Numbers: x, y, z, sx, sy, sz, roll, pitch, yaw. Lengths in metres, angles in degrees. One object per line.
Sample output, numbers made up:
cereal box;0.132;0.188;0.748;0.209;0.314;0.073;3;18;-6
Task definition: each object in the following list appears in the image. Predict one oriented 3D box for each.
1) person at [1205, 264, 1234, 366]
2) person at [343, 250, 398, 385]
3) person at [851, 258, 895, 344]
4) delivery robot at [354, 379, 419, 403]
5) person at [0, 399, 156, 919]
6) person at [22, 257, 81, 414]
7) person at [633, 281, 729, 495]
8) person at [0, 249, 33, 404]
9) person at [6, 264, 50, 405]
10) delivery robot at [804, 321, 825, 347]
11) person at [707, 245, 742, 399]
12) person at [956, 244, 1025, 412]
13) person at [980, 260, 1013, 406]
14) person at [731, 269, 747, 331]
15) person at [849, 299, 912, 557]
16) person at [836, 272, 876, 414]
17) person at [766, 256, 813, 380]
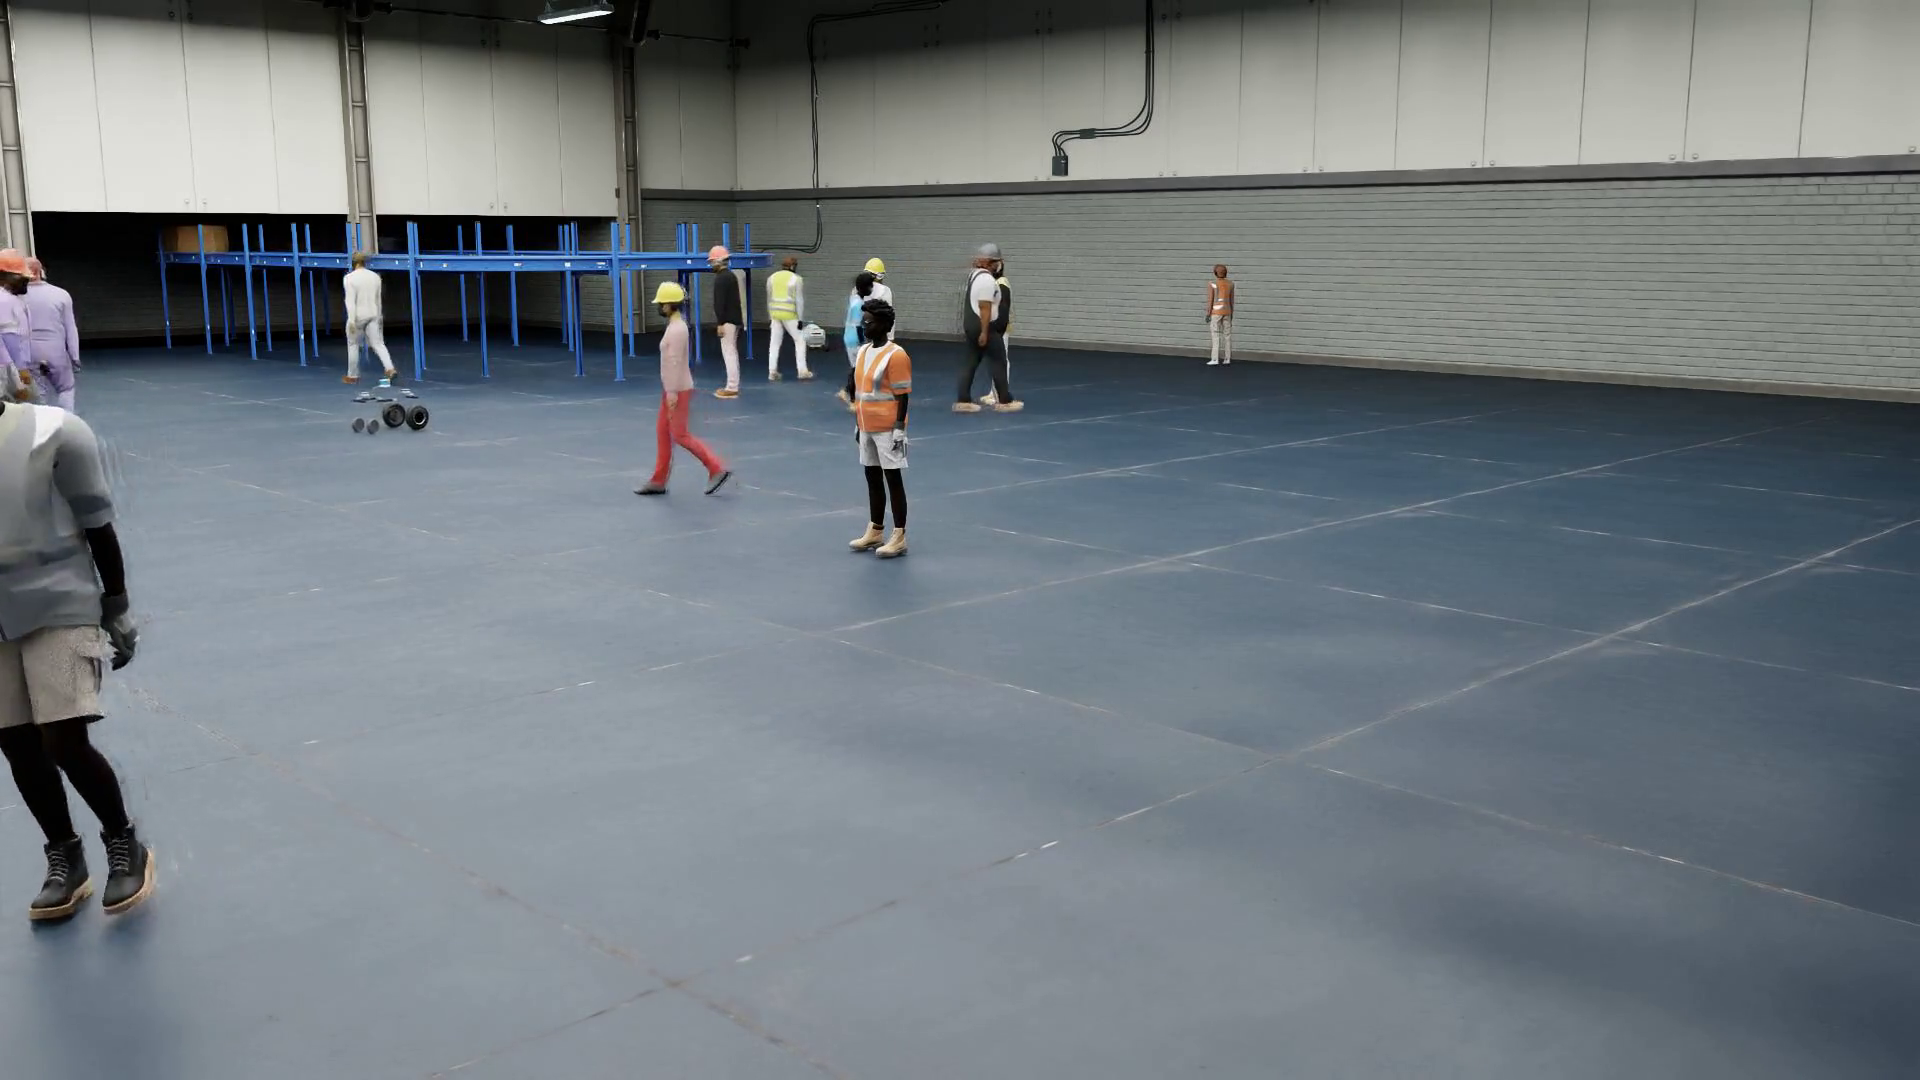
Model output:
person;4.240;-3.670;27.131;0.514;1.641;0.315;-5;11;-23
person;-8.413;-3.148;23.564;0.973;1.906;0.635;6;12;31
person;-1.032;-2.500;20.226;0.600;1.831;0.404;6;12;31
delivery robot;-6.266;-1.638;18.150;0.335;0.223;0.698;8;12;36
person;-2.878;0.238;5.055;0.624;1.923;0.493;-1;10;-4
person;-8.933;-1.792;16.180;0.682;1.892;0.509;-4;11;-22
person;-2.293;-1.232;13.564;0.752;1.745;0.538;-2;11;-10
person;-8.698;-1.639;15.117;0.734;1.981;0.637;-6;12;-30
person;-8.798;-1.715;15.752;0.776;1.899;0.600;-2;11;-10
delivery robot;-2.716;-3.776;30.535;0.477;0.478;0.707;-4;11;-18
person;-3.077;-2.861;21.816;0.429;1.984;0.623;2;11;8
person;0.374;-2.534;19.962;0.908;2.000;0.701;-3;11;-17
person;0.448;-2.616;20.844;0.430;1.841;0.624;-1;10;-8
person;-4.912;-5.463;36.926;0.501;1.633;0.284;0;10;-2
person;-0.532;-0.746;11.034;0.316;1.695;0.542;-8;13;-37
person;-1.194;-2.325;19.700;0.421;1.668;0.569;0;10;-2
person;-2.567;-3.277;24.534;0.649;1.818;0.440;5;12;27
